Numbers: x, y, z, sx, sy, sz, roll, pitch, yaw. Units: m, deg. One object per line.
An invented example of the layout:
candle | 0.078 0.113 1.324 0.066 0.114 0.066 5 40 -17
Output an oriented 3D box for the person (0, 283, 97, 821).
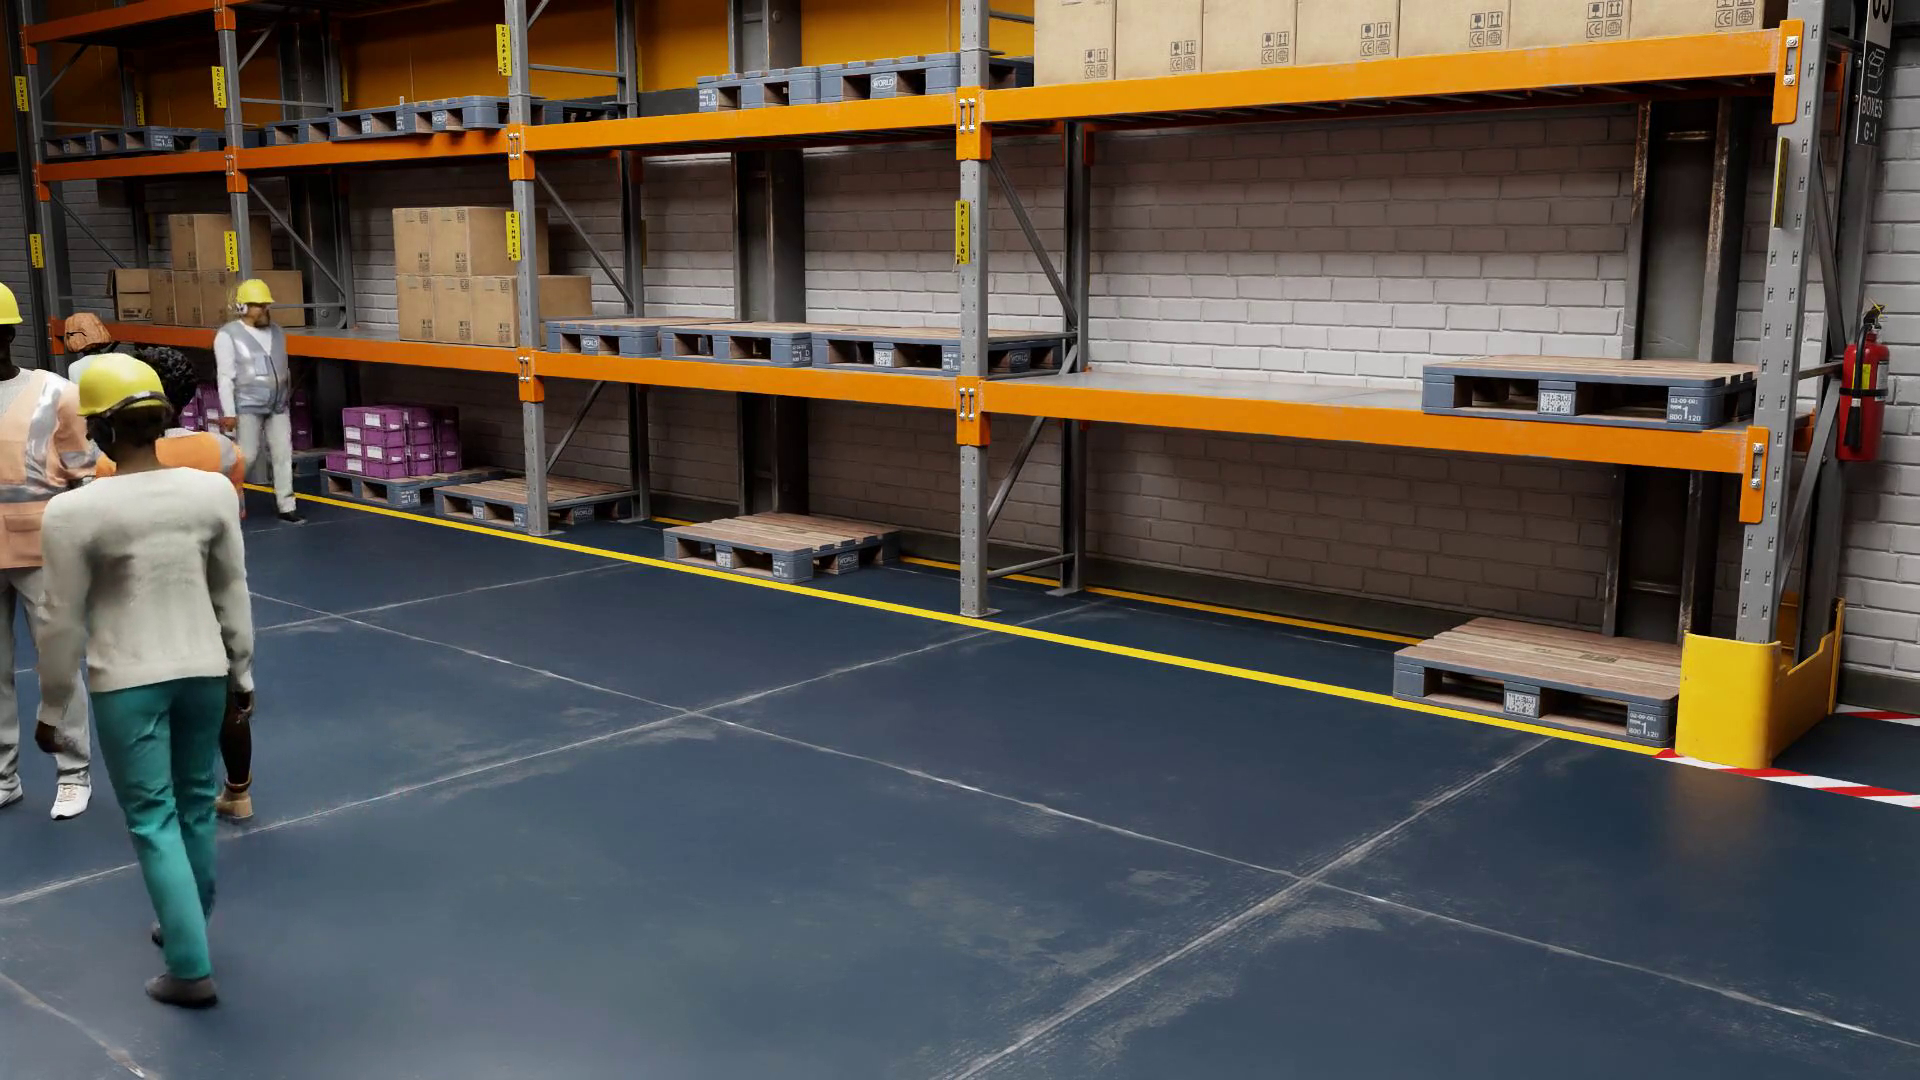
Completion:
person | -3.349 0.042 5.861 0.594 1.926 0.368 -1 10 -6

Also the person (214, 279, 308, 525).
person | -5.201 -1.008 12.207 0.752 1.811 0.602 6 11 29

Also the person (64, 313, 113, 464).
person | -5.366 -0.599 10.384 0.288 1.626 0.497 0 10 2

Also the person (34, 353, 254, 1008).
person | -2.193 0.375 4.490 0.513 1.757 0.545 7 12 35

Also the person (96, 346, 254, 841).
person | -2.655 0.195 5.652 0.318 1.697 0.535 5 11 27
